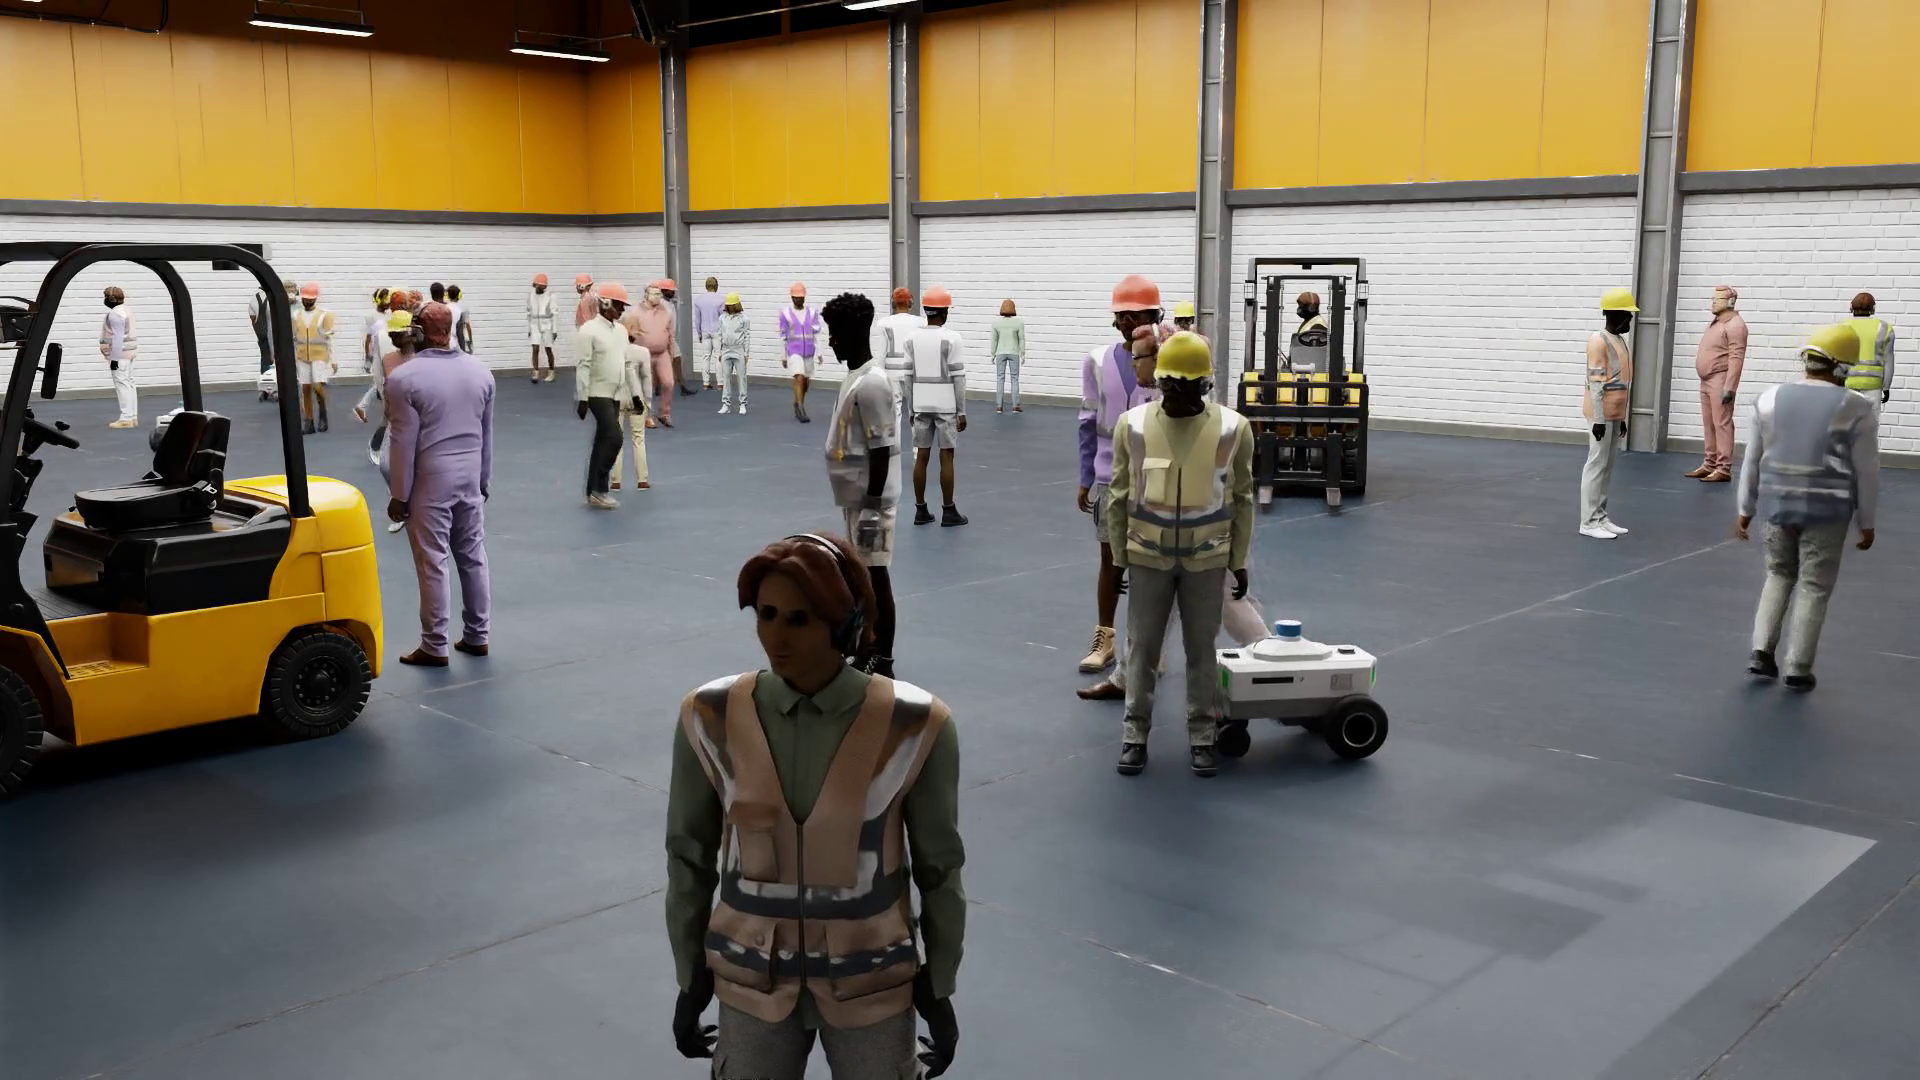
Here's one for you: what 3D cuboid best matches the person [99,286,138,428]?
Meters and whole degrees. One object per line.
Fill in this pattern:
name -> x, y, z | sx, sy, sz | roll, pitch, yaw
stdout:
person -> -10.989, -2.383, 21.730 | 0.429, 1.842, 0.637 | -2, 9, -12

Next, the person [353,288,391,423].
person -> -7.756, -2.439, 22.160 | 0.913, 1.829, 0.529 | 3, 10, 17

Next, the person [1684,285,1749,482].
person -> 7.384, -1.522, 16.235 | 0.410, 1.913, 0.651 | 0, 9, 2

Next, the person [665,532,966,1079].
person -> -0.249, 0.793, 2.887 | 0.520, 1.636, 0.312 | 1, 9, 6

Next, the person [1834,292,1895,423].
person -> 8.818, -1.506, 16.356 | 0.622, 1.845, 0.429 | 5, 10, 27

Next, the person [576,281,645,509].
person -> -3.036, -1.246, 14.398 | 0.607, 1.961, 0.621 | 3, 10, 20

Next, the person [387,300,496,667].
person -> -2.735, -0.295, 8.726 | 0.410, 1.912, 0.643 | 6, 11, 32

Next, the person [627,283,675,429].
person -> -3.967, -2.373, 21.550 | 0.646, 1.891, 0.503 | -6, 11, -31

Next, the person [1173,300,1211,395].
person -> 2.161, -1.431, 16.128 | 0.525, 1.769, 0.315 | 1, 9, 6

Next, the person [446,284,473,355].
person -> -7.985, -3.114, 26.255 | 0.533, 1.845, 0.855 | 0, 9, -1

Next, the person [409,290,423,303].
person -> -6.099, -1.898, 18.769 | 0.563, 1.838, 0.390 | 3, 10, 18

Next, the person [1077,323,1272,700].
person -> 1.122, -0.097, 7.793 | 1.045, 1.832, 0.647 | 1, 9, 8

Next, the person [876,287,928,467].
person -> -0.590, -1.683, 17.315 | 0.582, 1.880, 0.338 | -2, 10, -13

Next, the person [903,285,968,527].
person -> -0.186, -1.072, 13.397 | 0.545, 1.939, 0.354 | 5, 10, 27

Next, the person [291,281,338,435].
person -> -8.095, -2.253, 20.724 | 0.634, 1.910, 0.446 | 0, 9, 0

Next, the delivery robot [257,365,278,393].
delivery robot -> -10.787, -2.508, 26.149 | 0.477, 0.478, 0.707 | -1, 9, -8

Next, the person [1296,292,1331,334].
person -> 3.686, -1.696, 17.571 | 0.430, 1.838, 0.631 | 0, 9, 0

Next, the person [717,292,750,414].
person -> -3.245, -2.670, 23.808 | 0.485, 1.740, 0.304 | 2, 9, 11

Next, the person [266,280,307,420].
person -> -9.095, -2.576, 22.697 | 0.635, 1.907, 0.805 | -5, 10, -26

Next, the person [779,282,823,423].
person -> -2.201, -2.572, 22.722 | 0.545, 1.904, 0.914 | -4, 10, -22

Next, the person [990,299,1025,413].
person -> 0.694, -2.651, 24.012 | 0.509, 1.631, 0.270 | 2, 9, 12

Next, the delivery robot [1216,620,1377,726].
delivery robot -> 1.409, 0.589, 7.159 | 0.707, 0.478, 0.477 | -1, 9, -8

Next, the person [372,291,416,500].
person -> -4.715, -1.168, 14.150 | 0.572, 1.886, 0.354 | 5, 11, 29

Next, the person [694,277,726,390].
person -> -4.221, -3.521, 28.413 | 0.630, 1.940, 0.372 | 3, 10, 18

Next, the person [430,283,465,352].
person -> -7.043, -2.527, 22.496 | 0.588, 1.876, 0.956 | -6, 11, -34

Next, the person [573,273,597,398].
person -> -5.975, -3.254, 26.603 | 0.379, 1.995, 0.609 | 0, 9, -1

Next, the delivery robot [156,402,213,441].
delivery robot -> -8.820, -1.334, 18.947 | 0.477, 0.478, 0.707 | 1, 9, 7

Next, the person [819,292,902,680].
person -> -0.478, -0.214, 8.077 | 0.389, 1.957, 0.607 | -2, 9, -10

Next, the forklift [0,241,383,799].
forklift -> -3.706, -0.171, 7.093 | 1.214, 2.155, 2.313 | 9, 13, 43

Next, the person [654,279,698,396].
person -> -4.675, -3.264, 26.953 | 0.658, 1.925, 0.559 | 4, 10, 21

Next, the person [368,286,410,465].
person -> -5.777, -1.652, 17.061 | 0.785, 1.906, 0.597 | 7, 12, 37

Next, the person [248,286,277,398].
person -> -10.951, -3.277, 26.603 | 0.674, 2.000, 0.535 | 3, 10, 16

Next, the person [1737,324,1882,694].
person -> 4.156, -0.146, 8.130 | 0.451, 1.809, 0.622 | -8, 12, -40

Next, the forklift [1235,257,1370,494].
forklift -> 3.309, -1.629, 16.029 | 1.214, 2.155, 2.313 | 2, 9, 11

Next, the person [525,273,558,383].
person -> -7.588, -3.829, 30.138 | 0.638, 1.978, 1.025 | 1, 9, 4

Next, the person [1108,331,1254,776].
person -> 0.897, 0.062, 6.801 | 0.592, 1.823, 0.404 | 1, 9, 9

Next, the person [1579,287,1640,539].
person -> 5.019, -0.979, 12.860 | 0.367, 1.927, 0.587 | 7, 12, 37

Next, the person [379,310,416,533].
person -> -4.280, -0.900, 12.925 | 0.530, 1.756, 0.421 | 3, 10, 15

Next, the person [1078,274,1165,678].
person -> 0.883, -0.316, 8.443 | 0.605, 2.044, 0.385 | 4, 10, 22

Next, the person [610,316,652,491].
person -> -3.125, -1.269, 15.538 | 0.499, 1.634, 0.289 | -2, 9, -9
